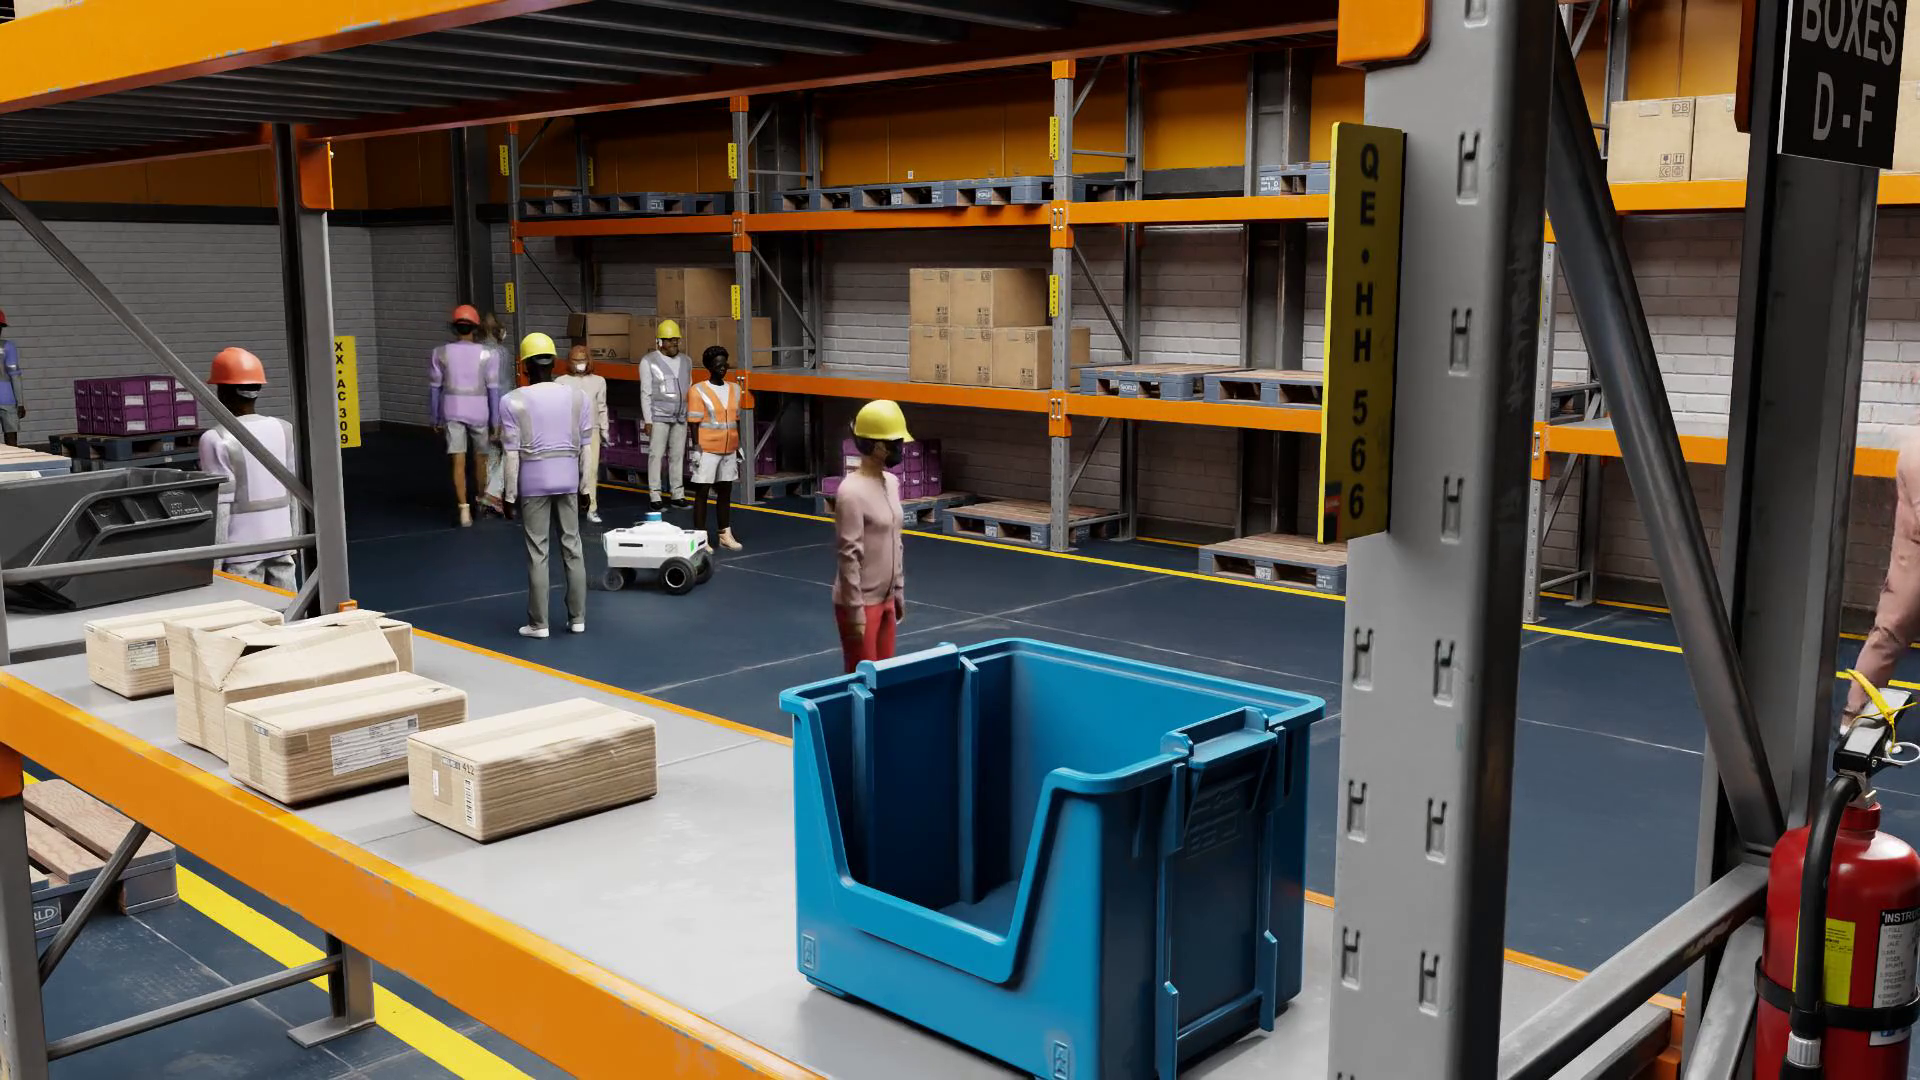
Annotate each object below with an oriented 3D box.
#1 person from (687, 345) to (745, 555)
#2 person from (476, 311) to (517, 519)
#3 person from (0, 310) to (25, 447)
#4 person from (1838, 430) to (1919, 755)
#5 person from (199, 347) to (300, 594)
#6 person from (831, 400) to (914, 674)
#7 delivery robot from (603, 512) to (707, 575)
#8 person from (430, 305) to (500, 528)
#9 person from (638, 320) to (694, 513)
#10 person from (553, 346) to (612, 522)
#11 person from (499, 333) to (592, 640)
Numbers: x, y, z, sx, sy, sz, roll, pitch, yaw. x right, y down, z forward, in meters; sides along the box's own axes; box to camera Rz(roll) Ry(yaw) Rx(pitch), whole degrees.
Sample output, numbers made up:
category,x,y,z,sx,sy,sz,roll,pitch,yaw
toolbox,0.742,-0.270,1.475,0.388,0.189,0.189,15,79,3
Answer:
category,x,y,z,sx,sy,sz,roll,pitch,yaw
person,-1.985,-0.736,13.573,0.535,1.697,0.322,-9,13,-43
person,-4.292,-1.150,15.413,0.650,1.923,0.444,9,13,44
person,-9.915,-1.434,17.149,0.543,1.928,0.371,0,9,-1
person,4.619,0.146,7.685,0.650,1.849,1.020,-6,11,-33
person,-3.446,0.041,8.074,0.360,1.939,0.543,4,10,25
person,-0.360,0.272,7.225,0.367,1.759,0.529,3,10,19
delivery robot,-2.200,0.043,12.006,0.707,0.478,0.477,1,9,9
person,-4.487,-1.133,15.117,0.634,1.985,1.062,-2,9,-11
person,-2.774,-1.184,15.901,0.592,1.834,0.404,-9,13,-43
person,-3.431,-0.948,15.122,0.520,1.628,0.365,-5,10,-28
person,-2.593,-0.334,10.431,0.585,1.920,0.374,-6,11,-34
